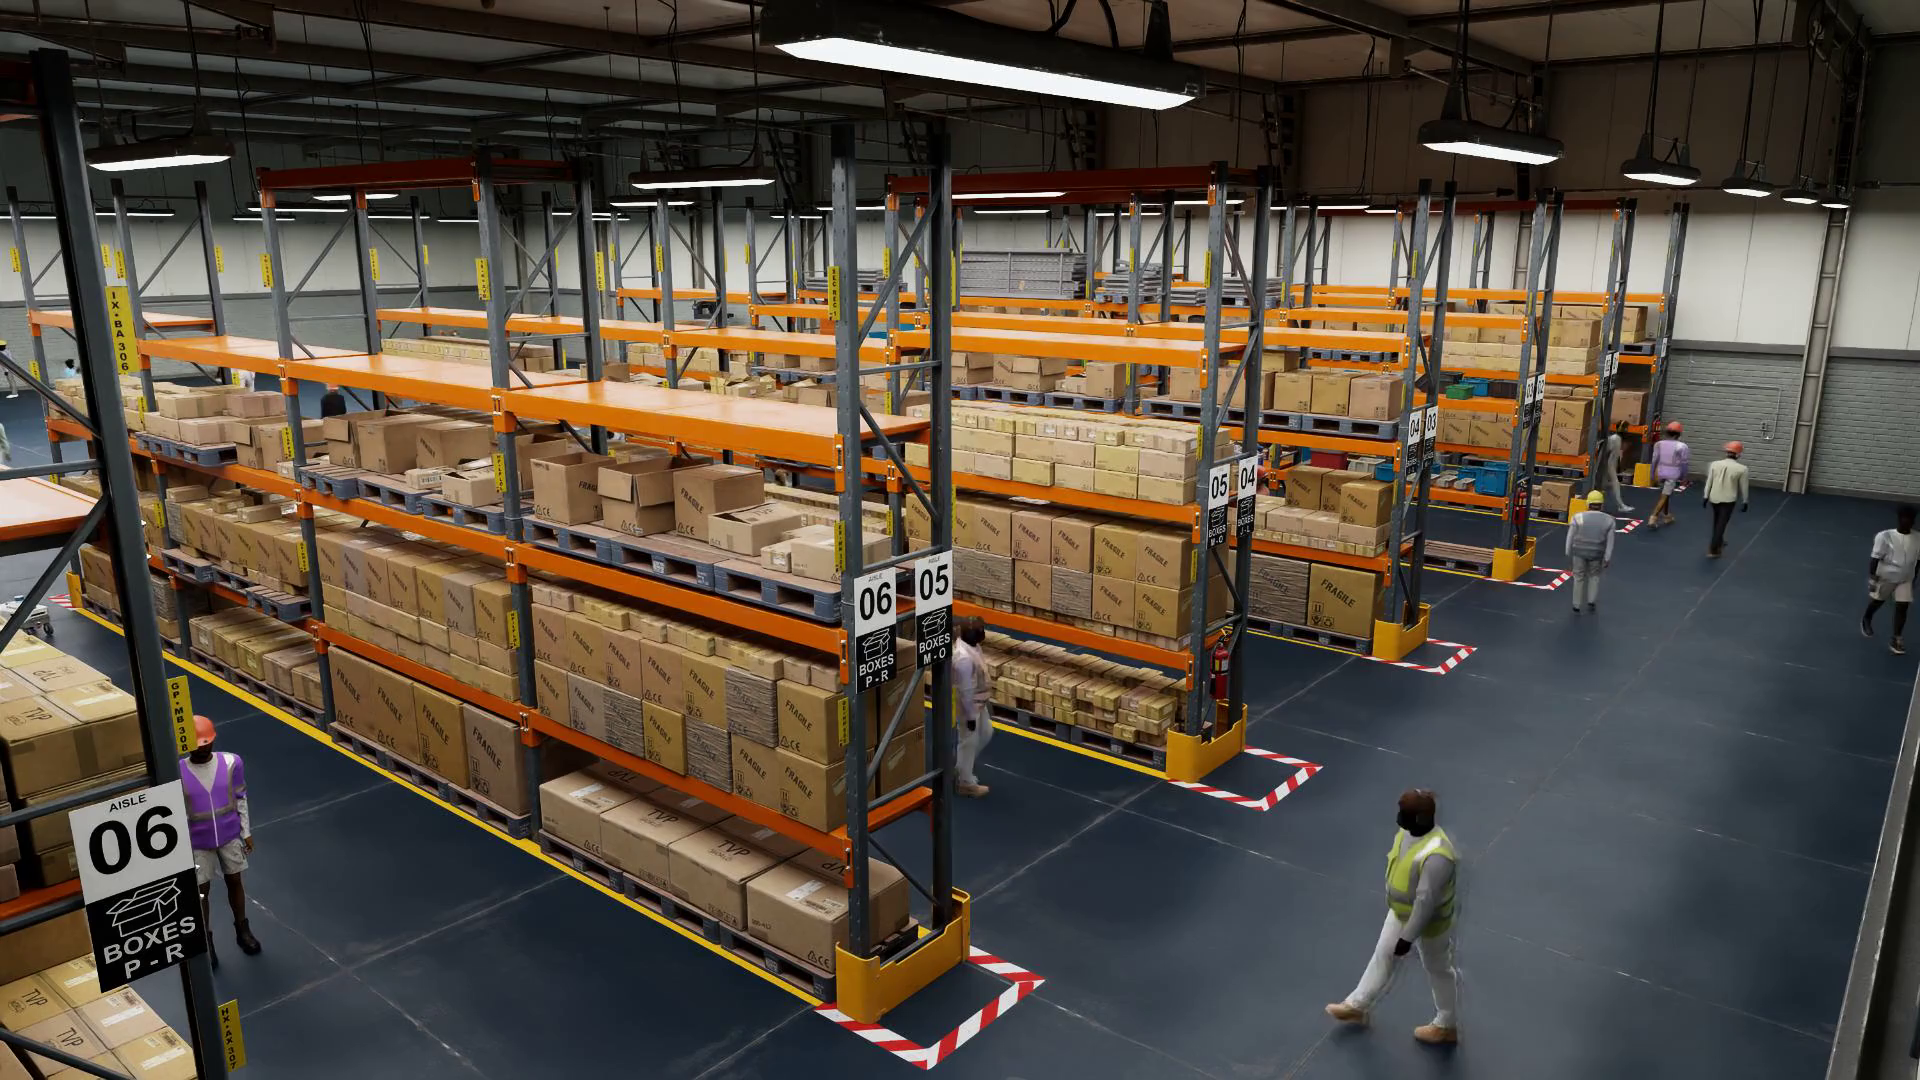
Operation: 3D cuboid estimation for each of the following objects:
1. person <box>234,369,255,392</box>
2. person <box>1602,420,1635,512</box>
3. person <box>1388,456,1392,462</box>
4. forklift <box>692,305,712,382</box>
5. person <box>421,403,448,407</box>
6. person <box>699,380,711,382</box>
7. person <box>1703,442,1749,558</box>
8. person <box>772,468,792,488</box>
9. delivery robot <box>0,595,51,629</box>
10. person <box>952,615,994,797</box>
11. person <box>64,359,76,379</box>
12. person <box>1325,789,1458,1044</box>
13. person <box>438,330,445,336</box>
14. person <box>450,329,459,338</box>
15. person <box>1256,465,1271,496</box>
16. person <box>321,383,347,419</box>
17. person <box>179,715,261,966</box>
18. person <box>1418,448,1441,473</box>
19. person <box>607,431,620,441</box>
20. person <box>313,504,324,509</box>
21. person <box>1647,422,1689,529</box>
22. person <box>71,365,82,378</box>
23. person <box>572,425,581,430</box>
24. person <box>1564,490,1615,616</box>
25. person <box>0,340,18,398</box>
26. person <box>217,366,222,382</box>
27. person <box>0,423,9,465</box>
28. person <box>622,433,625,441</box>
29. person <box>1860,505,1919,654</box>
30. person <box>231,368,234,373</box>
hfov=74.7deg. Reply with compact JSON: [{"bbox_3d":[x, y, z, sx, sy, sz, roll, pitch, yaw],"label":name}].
[{"bbox_3d":[-23.084,-5.323,40.627,0.637,1.878,0.913,-4,14,-16],"label":"person"},{"bbox_3d":[12.914,-1.449,24.808,0.901,1.814,0.569,9,16,33],"label":"person"},{"bbox_3d":[9.793,-2.230,28.013,0.472,1.812,0.608,11,18,38],"label":"person"},{"bbox_3d":[-9.511,-7.392,47.124,1.873,2.768,1.129,11,17,38],"label":"forklift"},{"bbox_3d":[-14.094,-3.657,33.717,0.678,1.894,0.436,-5,15,-21],"label":"person"},{"bbox_3d":[-7.414,-4.412,37.104,0.545,1.752,0.445,-10,17,-35],"label":"person"},{"bbox_3d":[13.103,-0.706,21.462,0.967,1.946,0.655,-9,16,-31],"label":"person"},{"bbox_3d":[-3.108,-0.443,21.157,0.634,1.586,0.564,11,17,38],"label":"person"},{"bbox_3d":[-12.842,1.003,17.240,0.707,0.478,0.477,6,15,22],"label":"delivery robot"},{"bbox_3d":[0.107,1.602,12.218,0.448,1.832,0.651,1,14,6],"label":"person"},{"bbox_3d":[-27.285,-4.722,38.616,0.885,1.657,0.532,-3,14,-12],"label":"person"},{"bbox_3d":[2.989,2.535,8.453,0.921,1.794,0.637,-1,14,-5],"label":"person"},{"bbox_3d":[-19.498,-7.046,47.748,0.582,1.863,0.540,4,14,15],"label":"person"},{"bbox_3d":[-20.583,-7.772,51.224,0.574,1.616,0.507,8,16,29],"label":"person"},{"bbox_3d":[4.517,-0.156,19.133,0.392,1.985,0.610,3,14,13],"label":"person"},{"bbox_3d":[-15.216,-2.904,30.496,0.856,1.961,0.604,6,15,24],"label":"person"},{"bbox_3d":[-5.597,2.226,9.434,0.545,1.938,0.355,-13,19,-43],"label":"person"},{"bbox_3d":[10.526,-2.412,28.636,1.044,1.874,0.632,10,17,35],"label":"person"},{"bbox_3d":[-7.037,-1.531,24.997,0.587,1.897,0.644,-10,17,-35],"label":"person"},{"bbox_3d":[-12.027,-1.208,23.603,0.405,1.911,0.625,-9,16,-32],"label":"person"},{"bbox_3d":[13.170,-1.209,23.462,1.052,1.998,0.611,-7,15,-27],"label":"person"},{"bbox_3d":[-24.111,-3.896,34.699,0.954,1.895,0.650,11,17,37],"label":"person"},{"bbox_3d":[-10.748,-3.875,35.179,0.381,1.623,0.537,7,15,26],"label":"person"},{"bbox_3d":[9.034,0.181,18.115,0.602,1.814,0.495,5,14,19],"label":"person"},{"bbox_3d":[-31.936,-5.735,42.202,0.386,1.927,0.589,-7,15,-25],"label":"person"},{"bbox_3d":[-27.310,-6.718,46.809,0.857,1.658,0.542,-11,17,-37],"label":"person"},{"bbox_3d":[-20.054,-1.814,26.044,0.615,1.946,0.404,-2,14,-10],"label":"person"},{"bbox_3d":[-8.719,-3.277,32.225,0.581,1.869,0.578,10,17,36],"label":"person"},{"bbox_3d":[12.391,0.458,16.738,0.615,1.928,0.976,3,14,13],"label":"person"},{"bbox_3d":[-25.321,-6.033,43.908,0.322,1.696,0.536,8,16,29],"label":"person"}]
